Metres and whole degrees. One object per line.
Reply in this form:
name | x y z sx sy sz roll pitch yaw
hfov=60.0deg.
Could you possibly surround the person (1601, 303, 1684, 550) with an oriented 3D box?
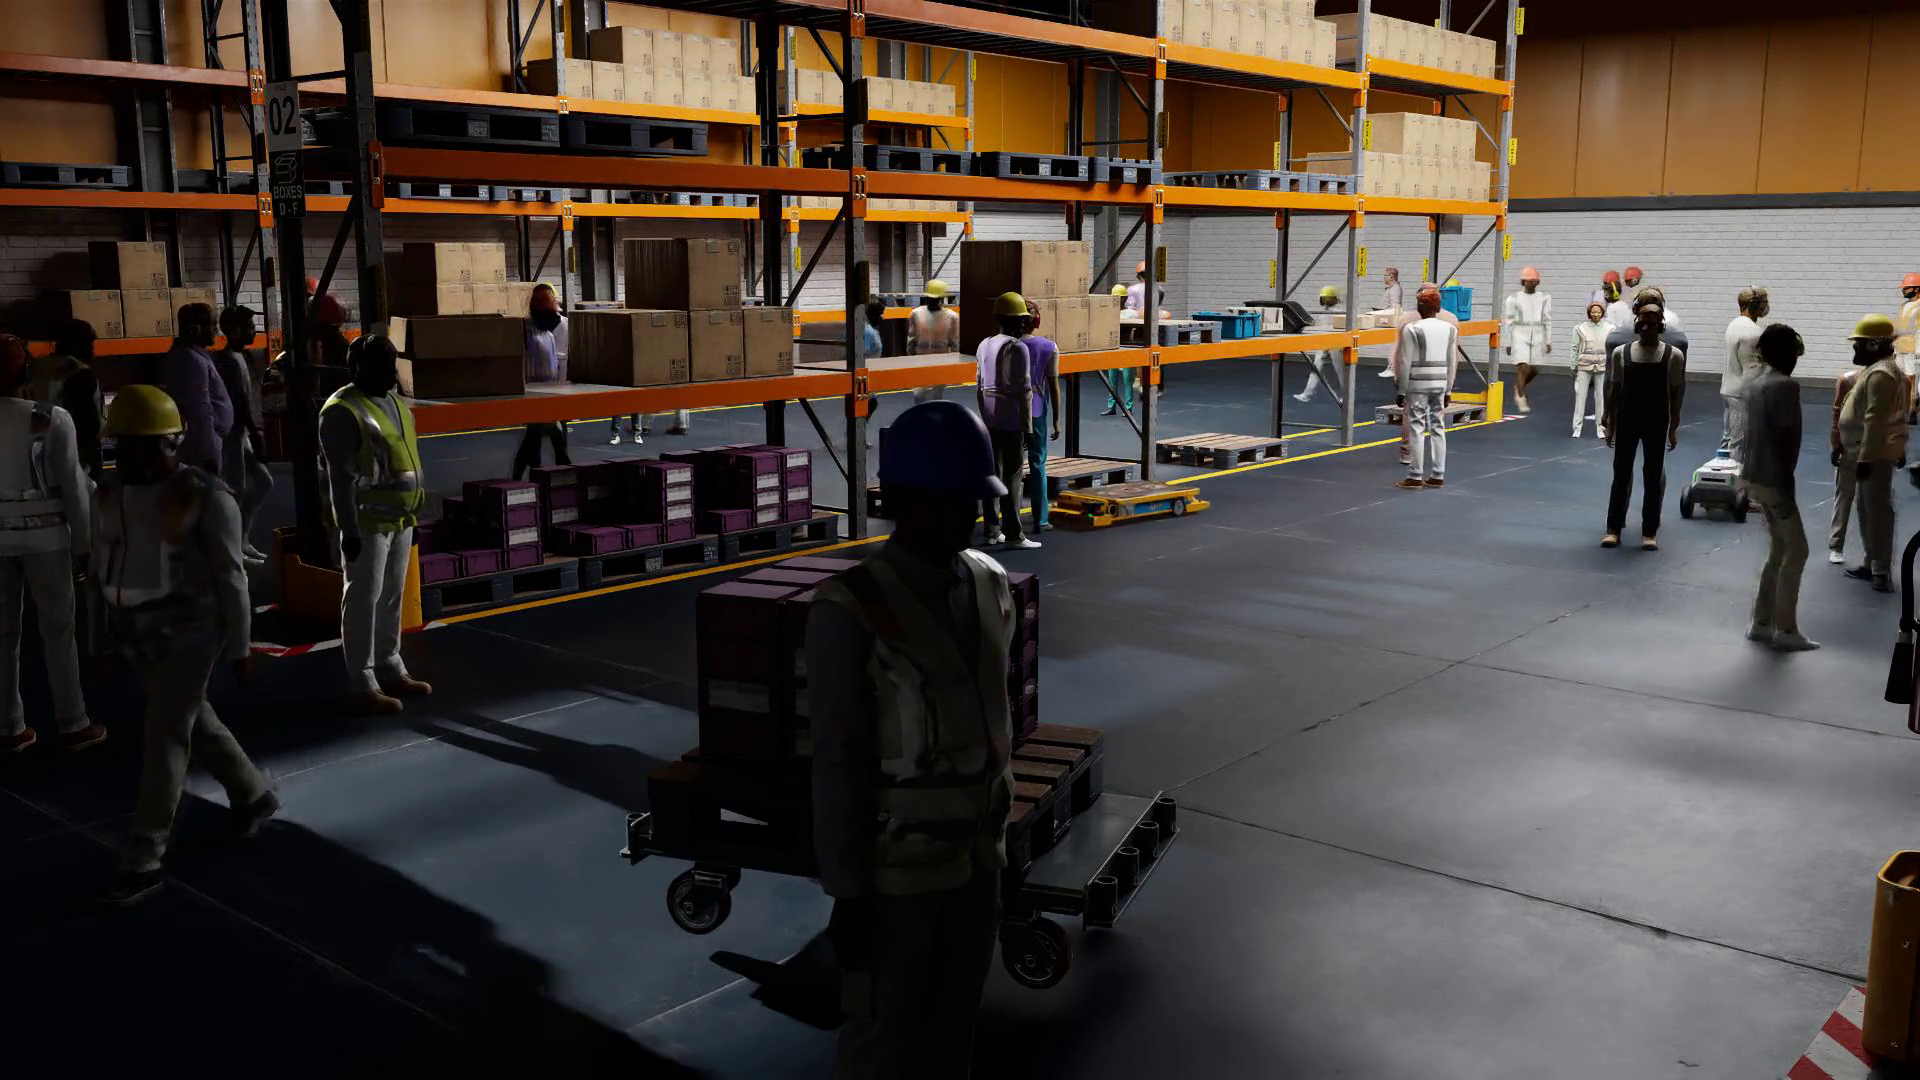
person | 5.115 -0.843 12.461 0.505 1.846 0.347 5 11 26

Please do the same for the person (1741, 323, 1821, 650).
person | 4.680 -0.302 9.458 0.404 1.824 0.608 1 10 7

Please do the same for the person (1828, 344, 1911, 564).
person | 6.480 -0.637 11.876 0.519 1.640 0.307 2 10 10

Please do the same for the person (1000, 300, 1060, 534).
person | 0.502 -0.961 13.131 0.575 1.843 0.374 2 10 11

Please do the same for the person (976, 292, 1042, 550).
person | 0.358 -0.886 12.472 0.367 1.928 0.584 -7 12 -36

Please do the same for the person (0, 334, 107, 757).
person | -4.151 0.029 7.386 0.575 1.885 0.355 -1 10 -7

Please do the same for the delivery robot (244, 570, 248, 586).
delivery robot | -4.424 0.295 9.391 0.707 0.478 0.477 -8 13 -37

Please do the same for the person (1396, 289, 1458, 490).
person | 4.378 -1.406 15.593 0.578 1.878 0.346 -4 11 -20

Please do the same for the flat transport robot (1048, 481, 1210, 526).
flat transport robot | 1.387 -0.322 13.977 1.431 0.197 0.652 -9 13 -41

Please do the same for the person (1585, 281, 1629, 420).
person | 8.638 -2.464 21.790 0.678 1.827 0.497 -6 12 -31

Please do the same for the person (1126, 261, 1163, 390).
person | 2.912 -3.400 26.459 0.609 2.044 0.397 -3 10 -16

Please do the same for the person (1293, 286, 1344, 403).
person | 5.309 -2.814 24.111 0.916 1.697 0.504 -4 11 -19

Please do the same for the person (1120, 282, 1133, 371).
person | 2.993 -3.903 30.487 0.389 1.625 0.537 -2 10 -13

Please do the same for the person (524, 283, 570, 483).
person | -3.951 -1.492 15.949 0.590 1.919 0.395 -3 10 -15

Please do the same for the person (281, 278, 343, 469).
person | -6.616 -1.724 17.198 0.622 1.936 1.047 1 10 7

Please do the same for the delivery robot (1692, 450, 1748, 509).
delivery robot | 6.409 -0.514 13.997 0.477 0.478 0.707 7 12 34

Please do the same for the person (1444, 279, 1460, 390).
person | 7.826 -3.276 26.534 0.304 1.772 0.528 0 10 -2

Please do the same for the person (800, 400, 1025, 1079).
person | -0.070 0.668 3.570 0.397 1.944 0.617 8 13 37

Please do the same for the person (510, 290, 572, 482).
person | -3.612 -1.255 14.687 0.976 1.882 0.569 1 10 3

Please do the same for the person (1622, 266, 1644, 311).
person | 10.807 -3.390 26.617 0.682 1.970 0.641 4 11 21

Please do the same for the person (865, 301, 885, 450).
person | -1.052 -1.843 18.637 0.456 1.662 0.550 0 10 1

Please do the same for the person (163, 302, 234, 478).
person | -5.044 -0.626 11.092 0.402 1.901 0.647 -6 12 -32

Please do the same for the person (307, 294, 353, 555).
person | -4.319 -0.732 11.552 0.901 1.939 0.641 -5 11 -24

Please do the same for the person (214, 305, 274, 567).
person | -5.078 -0.715 11.736 0.462 1.845 0.517 -4 11 -21

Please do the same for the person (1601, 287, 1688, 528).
person | 5.502 -1.058 13.422 0.635 1.938 0.359 2 10 9

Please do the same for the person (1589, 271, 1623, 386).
person | 10.387 -3.387 26.874 0.400 1.882 0.647 -4 11 -21

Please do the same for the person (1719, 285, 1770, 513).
person | 6.746 -1.214 14.309 0.372 1.940 0.632 2 10 11

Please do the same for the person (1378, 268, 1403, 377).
person | 7.545 -3.811 29.185 0.401 1.910 0.641 3 10 14

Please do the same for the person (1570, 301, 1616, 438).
person | 7.517 -2.019 19.768 0.512 1.635 0.311 2 10 12

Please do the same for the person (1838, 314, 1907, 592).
person | 6.093 -0.586 11.119 0.411 1.820 0.710 4 11 22

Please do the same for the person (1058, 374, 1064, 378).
person | 1.598 -3.706 28.622 0.676 1.924 0.558 -5 11 -25

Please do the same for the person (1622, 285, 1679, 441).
person | 8.014 -2.051 19.396 0.639 1.827 0.496 7 12 33

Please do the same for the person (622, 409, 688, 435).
person | -3.693 -2.194 20.018 0.888 1.890 0.688 2 10 12

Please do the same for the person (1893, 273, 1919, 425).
person | 12.123 -2.438 21.283 0.359 1.936 0.552 0 10 -2

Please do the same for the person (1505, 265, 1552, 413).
person | 7.828 -2.786 23.012 0.612 2.027 0.725 0 10 -2

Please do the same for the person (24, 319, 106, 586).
person | -6.024 -0.589 11.212 0.690 1.788 0.924 9 13 41

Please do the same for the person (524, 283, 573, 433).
person | -5.022 -2.217 20.319 0.600 1.831 0.404 6 12 32

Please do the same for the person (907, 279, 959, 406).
person | -0.341 -2.008 18.924 0.643 1.898 0.640 2 10 12

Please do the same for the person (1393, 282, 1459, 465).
person | 4.836 -1.718 17.291 0.648 1.902 0.401 3 10 15

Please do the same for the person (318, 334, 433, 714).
person | -2.849 -0.087 8.173 0.430 1.844 0.624 2 10 10

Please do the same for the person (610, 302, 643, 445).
person | -3.846 -1.914 19.164 0.498 1.633 0.282 -1 10 -8

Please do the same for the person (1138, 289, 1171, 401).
person | 2.866 -2.906 24.752 0.522 1.655 0.862 3 10 16

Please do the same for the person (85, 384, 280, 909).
person | -2.825 0.323 5.992 0.608 1.797 0.923 4 11 22

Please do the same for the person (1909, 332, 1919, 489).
person | 8.917 -1.349 15.164 0.609 1.917 0.565 -5 11 -27

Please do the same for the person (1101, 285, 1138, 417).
person | 2.136 -2.532 22.308 0.533 1.767 0.327 7 12 36
